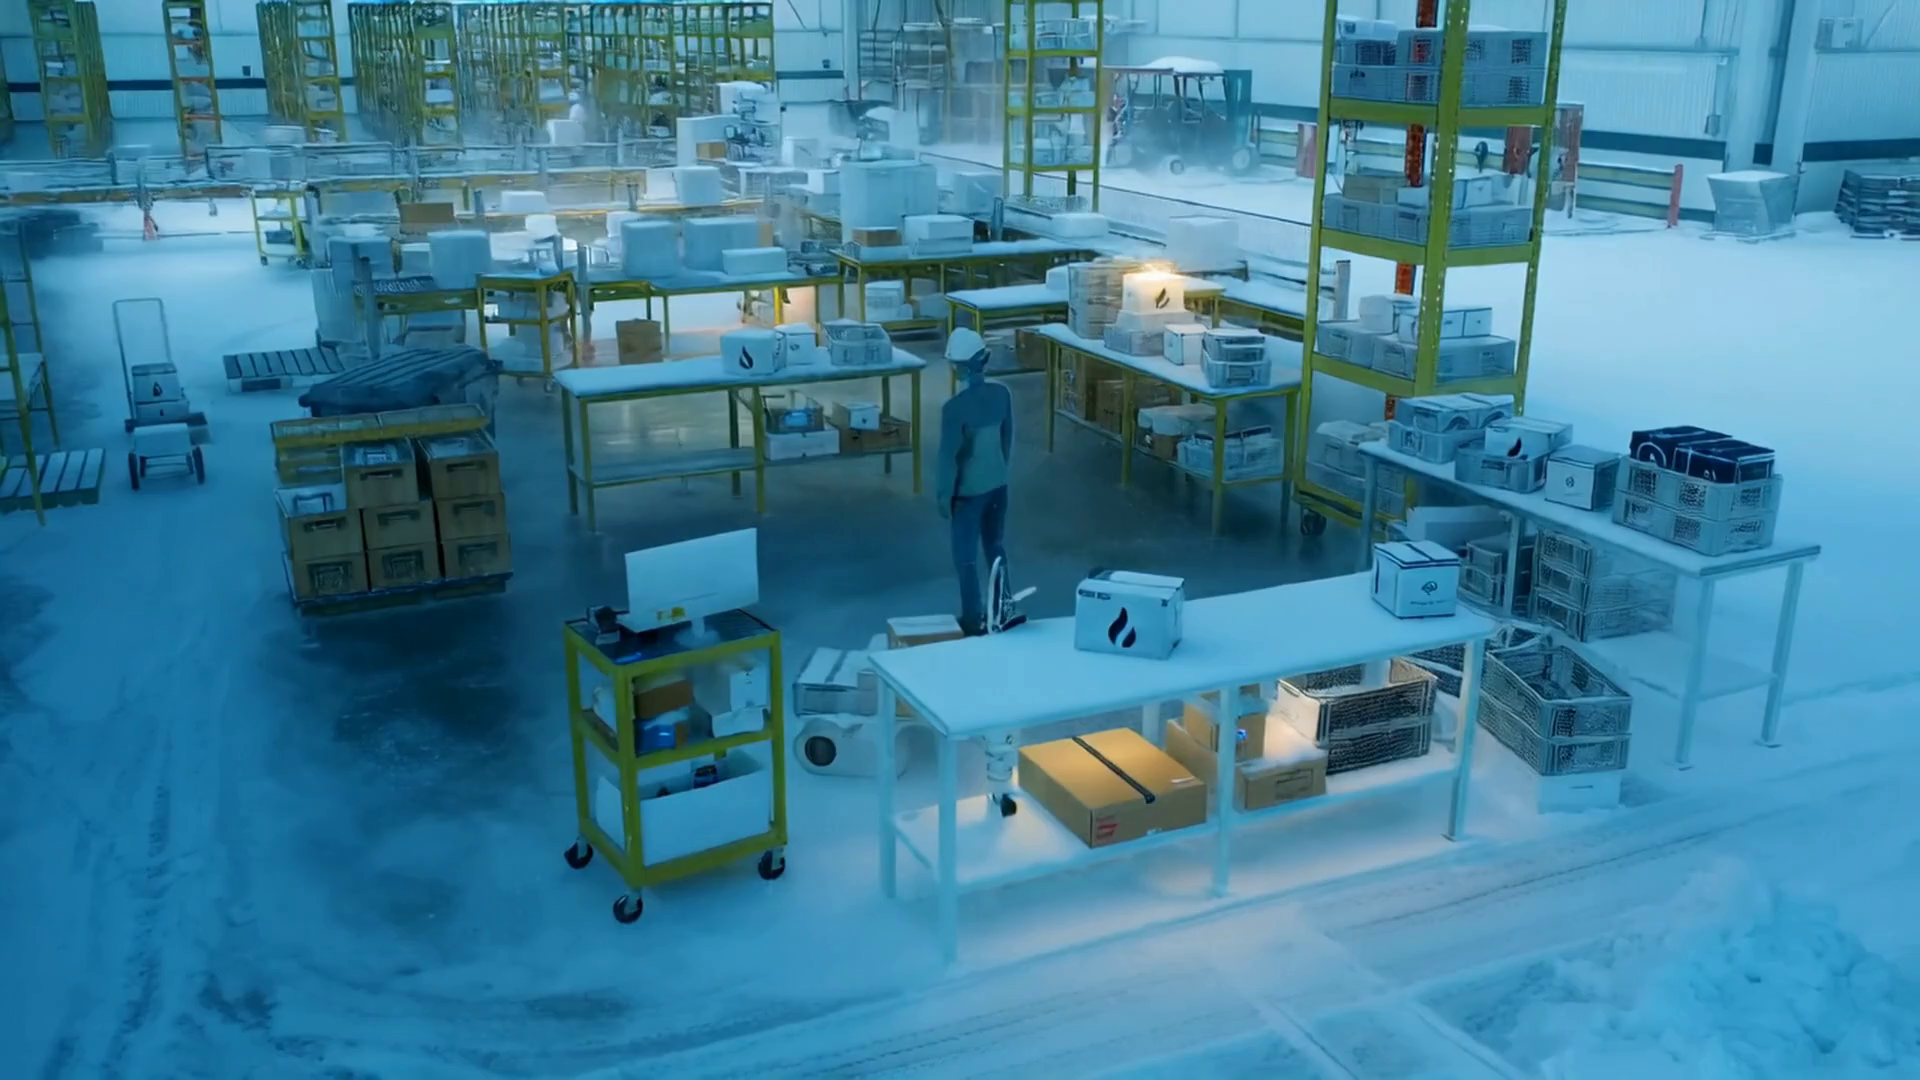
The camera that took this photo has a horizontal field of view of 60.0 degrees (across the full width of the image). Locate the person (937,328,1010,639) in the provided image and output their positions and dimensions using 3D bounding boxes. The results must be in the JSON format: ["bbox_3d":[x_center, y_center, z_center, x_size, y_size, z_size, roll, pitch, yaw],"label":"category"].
[{"bbox_3d":[0.064,-0.274,9.028,0.346,1.758,0.532,15,23,40],"label":"person"}]

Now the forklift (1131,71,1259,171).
[{"bbox_3d":[4.998,-8.936,35.413,2.680,1.987,1.157,-9,20,-25],"label":"forklift"}]

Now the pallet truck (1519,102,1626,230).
[{"bbox_3d":[9.972,-6.037,26.785,1.885,1.965,0.823,-9,20,-25],"label":"pallet truck"}]

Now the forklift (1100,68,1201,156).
[{"bbox_3d":[4.082,-9.564,37.410,2.680,1.987,1.157,-8,19,-23],"label":"forklift"}]

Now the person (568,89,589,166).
[{"bbox_3d":[-8.008,-8.533,34.936,0.422,1.812,0.622,-12,21,-34],"label":"person"}]

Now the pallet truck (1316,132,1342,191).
[{"bbox_3d":[7.723,-7.504,32.656,1.601,1.201,0.680,-8,19,-23],"label":"pallet truck"}]

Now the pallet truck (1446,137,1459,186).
[{"bbox_3d":[9.184,-6.485,29.328,1.630,1.274,0.653,-8,19,-23],"label":"pallet truck"}]

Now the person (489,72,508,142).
[{"bbox_3d":[-12.276,-11.518,44.317,0.507,1.830,0.584,-6,19,-19],"label":"person"}]

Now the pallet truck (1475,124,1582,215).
[{"bbox_3d":[9.707,-6.455,28.103,1.885,1.965,0.823,-7,19,-20],"label":"pallet truck"}]

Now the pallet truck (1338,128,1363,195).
[{"bbox_3d":[7.845,-7.140,31.411,1.522,1.261,0.704,-9,20,-25],"label":"pallet truck"}]
